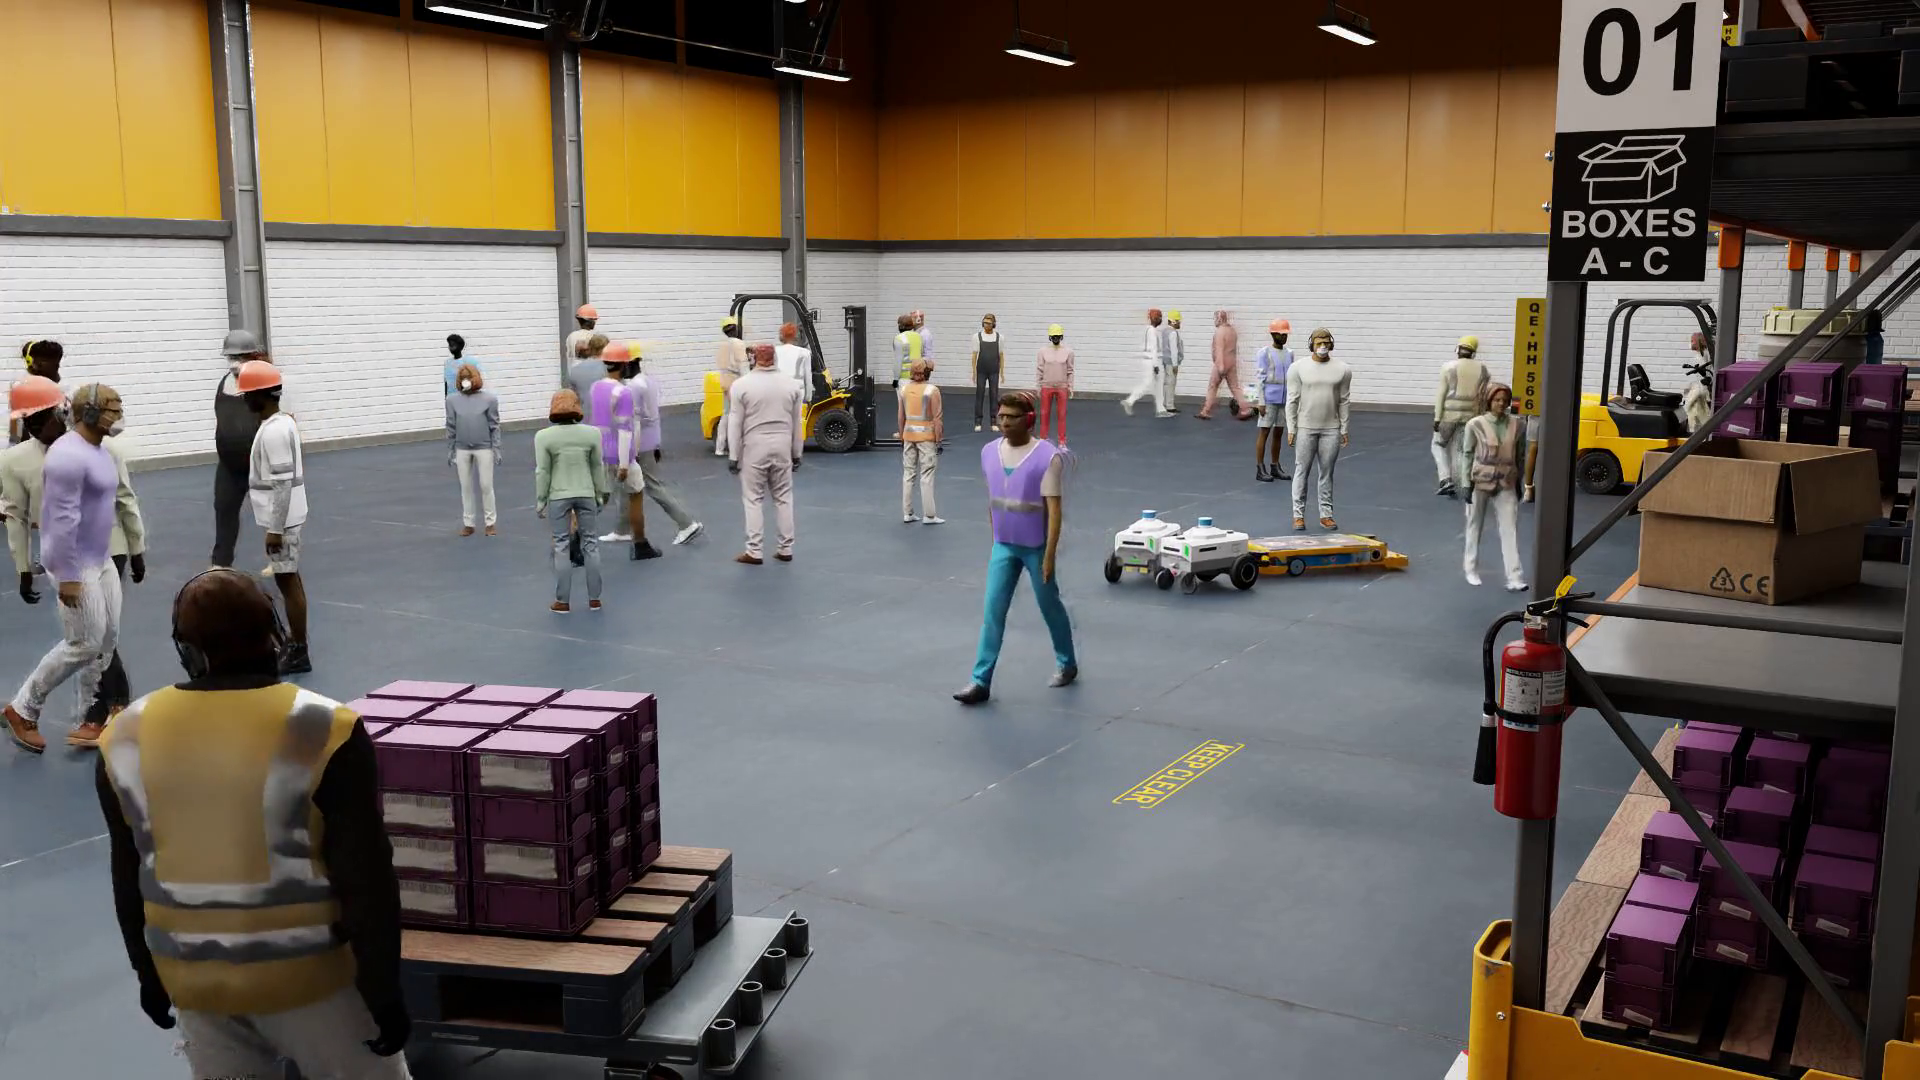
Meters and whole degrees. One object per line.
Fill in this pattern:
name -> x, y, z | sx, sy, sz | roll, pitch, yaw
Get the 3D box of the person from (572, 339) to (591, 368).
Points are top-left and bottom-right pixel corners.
person -> -4.736, -1.722, 21.035 | 0.362, 1.625, 0.539 | 0, 9, 2

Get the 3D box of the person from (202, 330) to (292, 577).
person -> -5.700, -0.673, 13.224 | 0.687, 2.000, 0.867 | 2, 9, 10

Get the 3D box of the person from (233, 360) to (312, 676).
person -> -4.200, -0.132, 10.191 | 0.375, 1.931, 0.542 | -3, 10, -19

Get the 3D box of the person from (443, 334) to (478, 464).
person -> -6.424, -1.819, 21.468 | 0.559, 1.683, 0.416 | 4, 10, 25

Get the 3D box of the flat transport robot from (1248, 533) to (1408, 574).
flat transport robot -> 2.935, 0.107, 13.861 | 1.431, 0.197, 0.652 | -3, 10, -18

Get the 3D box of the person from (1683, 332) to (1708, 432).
person -> 10.514, -2.150, 23.758 | 0.501, 1.615, 0.514 | 4, 10, 26

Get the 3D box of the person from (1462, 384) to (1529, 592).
person -> 4.139, -0.395, 12.844 | 0.545, 1.599, 0.809 | -1, 9, -4

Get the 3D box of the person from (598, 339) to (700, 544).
person -> -2.826, -0.881, 15.062 | 0.937, 1.880, 0.603 | 0, 9, 2

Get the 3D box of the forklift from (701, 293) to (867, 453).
forklift -> -2.458, -2.344, 23.176 | 2.313, 2.155, 1.214 | 0, 9, -2

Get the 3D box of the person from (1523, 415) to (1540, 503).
person -> 6.259, -1.391, 17.699 | 0.376, 2.044, 0.607 | -6, 11, -35

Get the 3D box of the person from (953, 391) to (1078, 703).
person -> 0.379, 0.026, 9.651 | 0.591, 1.792, 0.993 | 7, 11, 37

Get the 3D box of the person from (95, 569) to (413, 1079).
person -> -1.535, 0.967, 3.717 | 0.727, 1.814, 0.433 | 1, 9, 6

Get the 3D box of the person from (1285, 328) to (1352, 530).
person -> 3.433, -1.058, 15.945 | 0.630, 1.940, 0.371 | -1, 9, -3

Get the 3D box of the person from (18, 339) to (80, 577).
person -> -7.443, -0.704, 13.776 | 0.601, 1.932, 0.959 | 5, 10, 26

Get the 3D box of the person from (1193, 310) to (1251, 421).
person -> 4.442, -2.912, 27.812 | 1.030, 1.849, 0.655 | 8, 12, 40

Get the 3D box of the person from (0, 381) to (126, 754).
person -> -4.579, 0.146, 8.534 | 0.639, 1.911, 0.652 | -2, 9, -10

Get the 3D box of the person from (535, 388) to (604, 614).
person -> -2.822, -0.283, 12.052 | 0.497, 1.633, 0.279 | -5, 10, -27

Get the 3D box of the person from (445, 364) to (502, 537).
person -> -4.529, -0.826, 15.522 | 0.514, 1.618, 0.338 | 0, 9, 0

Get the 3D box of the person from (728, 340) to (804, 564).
person -> -1.654, -0.745, 14.136 | 0.669, 1.897, 0.400 | -5, 10, -29

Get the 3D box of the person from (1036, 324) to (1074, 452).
person -> 1.314, -2.094, 22.946 | 0.524, 1.769, 0.315 | 0, 9, -1

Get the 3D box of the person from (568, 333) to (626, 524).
person -> -3.575, -1.103, 16.440 | 0.630, 1.882, 1.041 | 2, 9, 13

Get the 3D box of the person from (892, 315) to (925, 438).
person -> -0.801, -2.440, 24.879 | 0.429, 1.839, 0.634 | 7, 11, 37

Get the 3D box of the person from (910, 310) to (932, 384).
person -> -0.653, -2.543, 25.315 | 0.403, 1.906, 0.651 | -3, 10, -17

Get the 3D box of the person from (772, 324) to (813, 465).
person -> -2.168, -1.808, 20.986 | 0.595, 1.832, 0.980 | 1, 9, 7

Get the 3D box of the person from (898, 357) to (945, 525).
person -> -0.384, -0.967, 16.310 | 0.523, 1.638, 0.311 | 7, 11, 37

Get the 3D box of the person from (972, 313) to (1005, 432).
person -> 0.439, -2.583, 25.768 | 0.505, 1.842, 0.349 | -1, 9, -7

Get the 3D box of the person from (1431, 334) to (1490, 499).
person -> 5.440, -1.344, 18.161 | 0.614, 1.801, 0.409 | -1, 9, -9

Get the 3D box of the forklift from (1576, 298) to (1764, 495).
forklift -> 7.954, -1.589, 18.462 | 2.313, 2.155, 1.214 | 5, 11, 30

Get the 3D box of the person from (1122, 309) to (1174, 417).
person -> 3.237, -3.021, 28.432 | 0.818, 1.863, 0.591 | 2, 9, 10

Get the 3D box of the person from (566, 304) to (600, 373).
person -> -4.985, -2.126, 22.284 | 0.609, 2.043, 0.397 | 7, 11, 36

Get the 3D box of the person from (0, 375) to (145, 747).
person -> -4.644, 0.107, 8.694 | 0.609, 1.930, 0.867 | 0, 9, -2

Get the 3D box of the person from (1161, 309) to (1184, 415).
person -> 3.712, -3.110, 29.080 | 0.404, 1.829, 0.600 | -1, 9, -8

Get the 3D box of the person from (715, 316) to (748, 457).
person -> -3.039, -2.013, 22.099 | 0.382, 1.883, 0.689 | -7, 12, -39

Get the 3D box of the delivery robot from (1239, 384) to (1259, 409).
delivery robot -> 5.027, -2.456, 28.683 | 0.477, 0.478, 0.707 | -3, 10, -17

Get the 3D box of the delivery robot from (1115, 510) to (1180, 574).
delivery robot -> 1.508, 0.006, 13.314 | 0.477, 0.478, 0.707 | 4, 10, 26

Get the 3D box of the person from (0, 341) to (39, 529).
person -> -9.014, -0.993, 15.941 | 0.707, 1.824, 0.545 | -1, 9, -9

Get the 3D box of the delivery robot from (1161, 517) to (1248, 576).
delivery robot -> 1.899, 0.068, 12.927 | 0.707, 0.478, 0.477 | -7, 11, -35

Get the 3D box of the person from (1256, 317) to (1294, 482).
person -> 3.749, -1.661, 19.704 | 0.543, 1.939, 0.370 | -6, 11, -32

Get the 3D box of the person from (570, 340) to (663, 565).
person -> -2.955, -0.731, 14.030 | 0.545, 1.912, 0.918 | 7, 12, 38
